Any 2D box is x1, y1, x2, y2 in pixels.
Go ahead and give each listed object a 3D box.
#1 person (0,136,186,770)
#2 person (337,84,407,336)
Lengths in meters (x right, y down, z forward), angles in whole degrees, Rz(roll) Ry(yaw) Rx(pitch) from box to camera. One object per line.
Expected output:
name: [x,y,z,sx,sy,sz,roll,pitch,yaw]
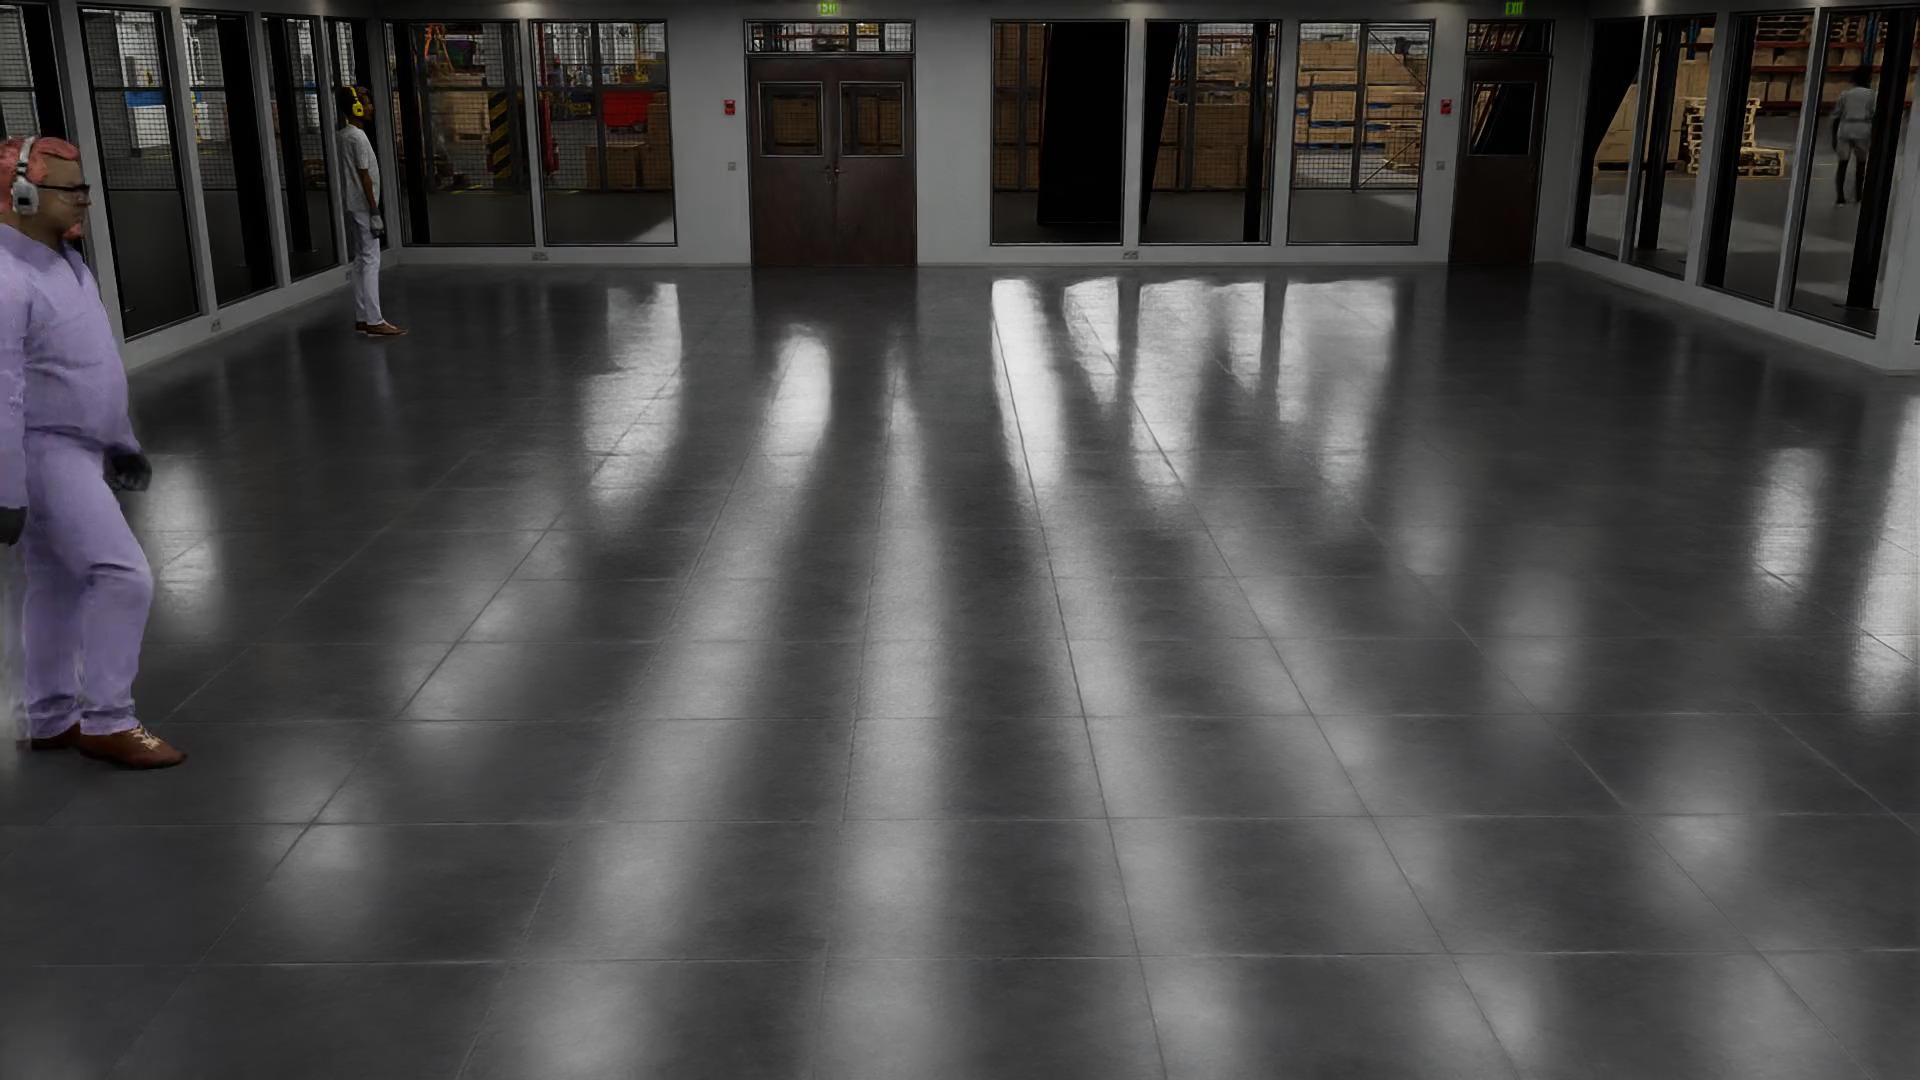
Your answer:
person: [-2.621,-0.235,4.961,0.641,1.883,0.644,-5,17,-15]
person: [-4.516,-2.496,12.659,0.328,1.876,0.514,-12,20,-35]
